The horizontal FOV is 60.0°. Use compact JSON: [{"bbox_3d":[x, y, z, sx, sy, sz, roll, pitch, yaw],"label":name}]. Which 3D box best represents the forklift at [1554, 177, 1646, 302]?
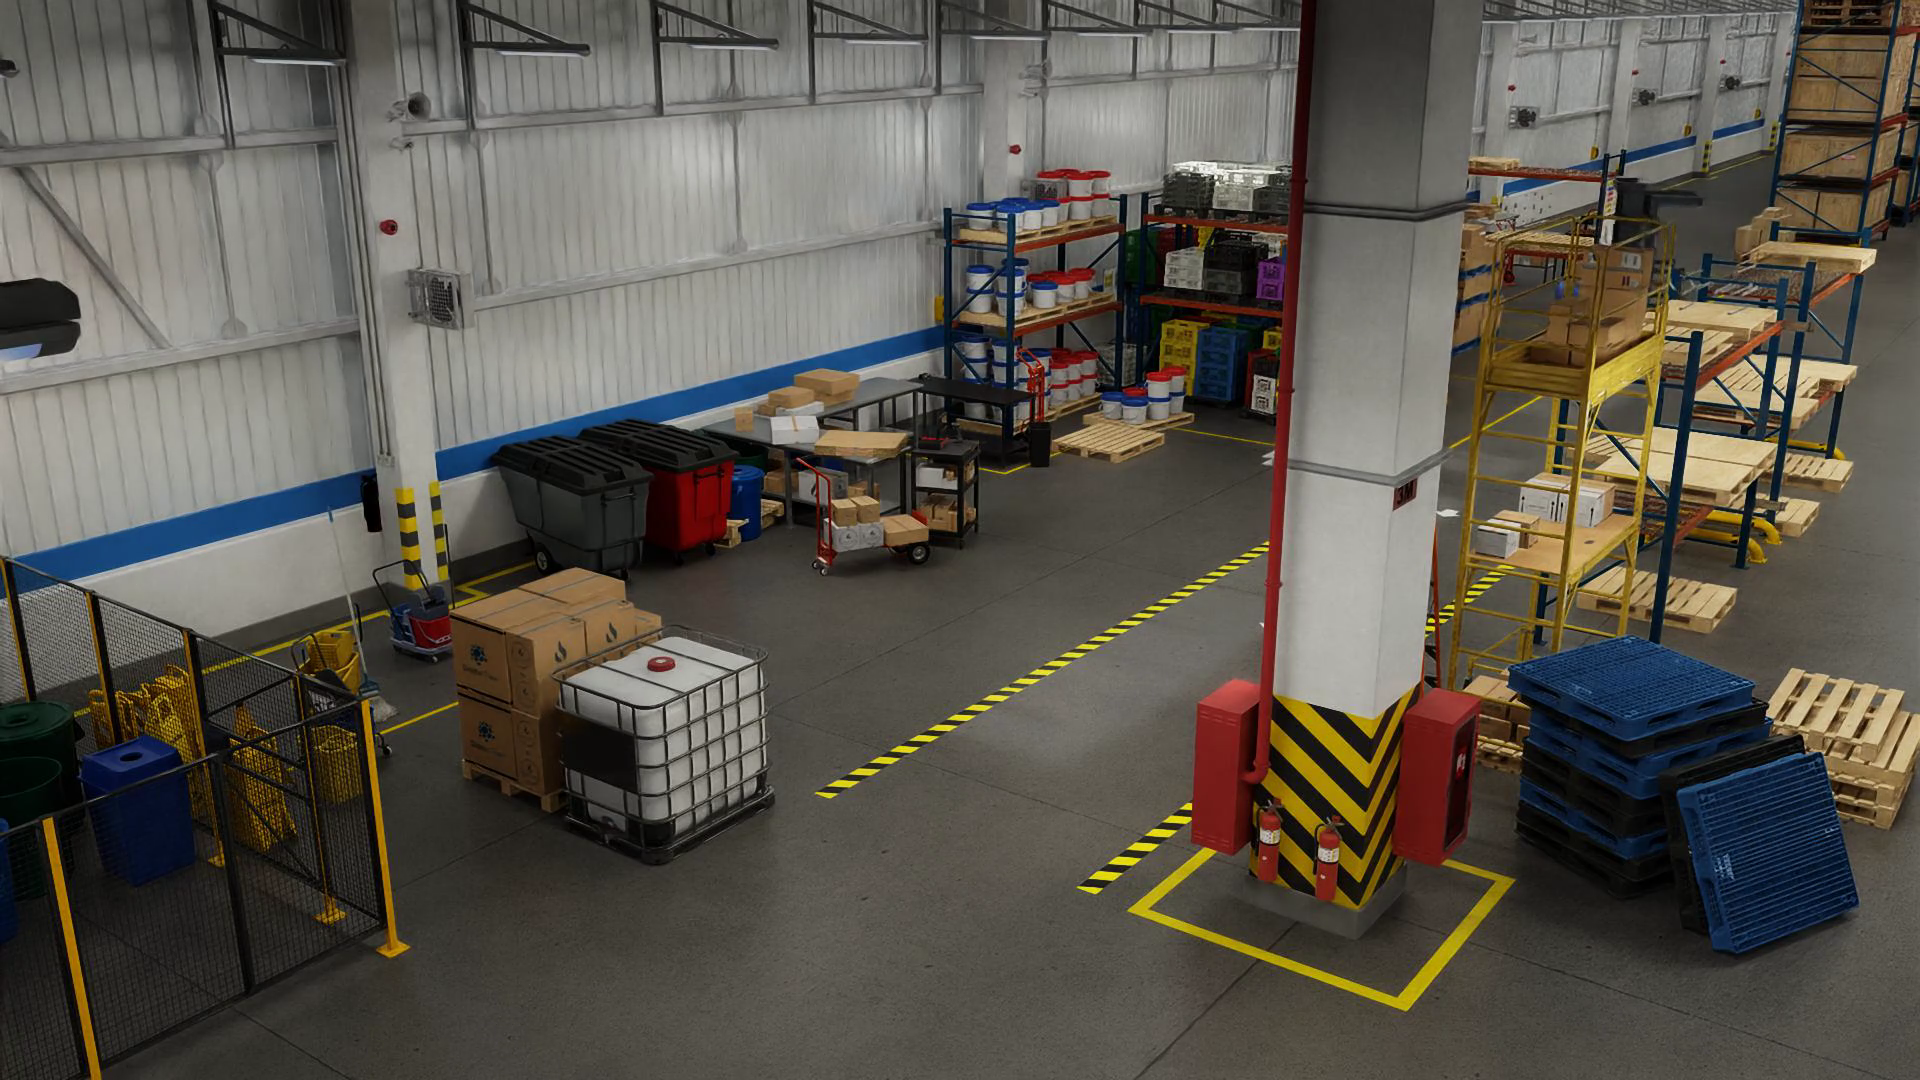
[{"bbox_3d":[10.953,-4.558,27.569,1.873,2.768,1.129,4,19,12],"label":"forklift"}]
